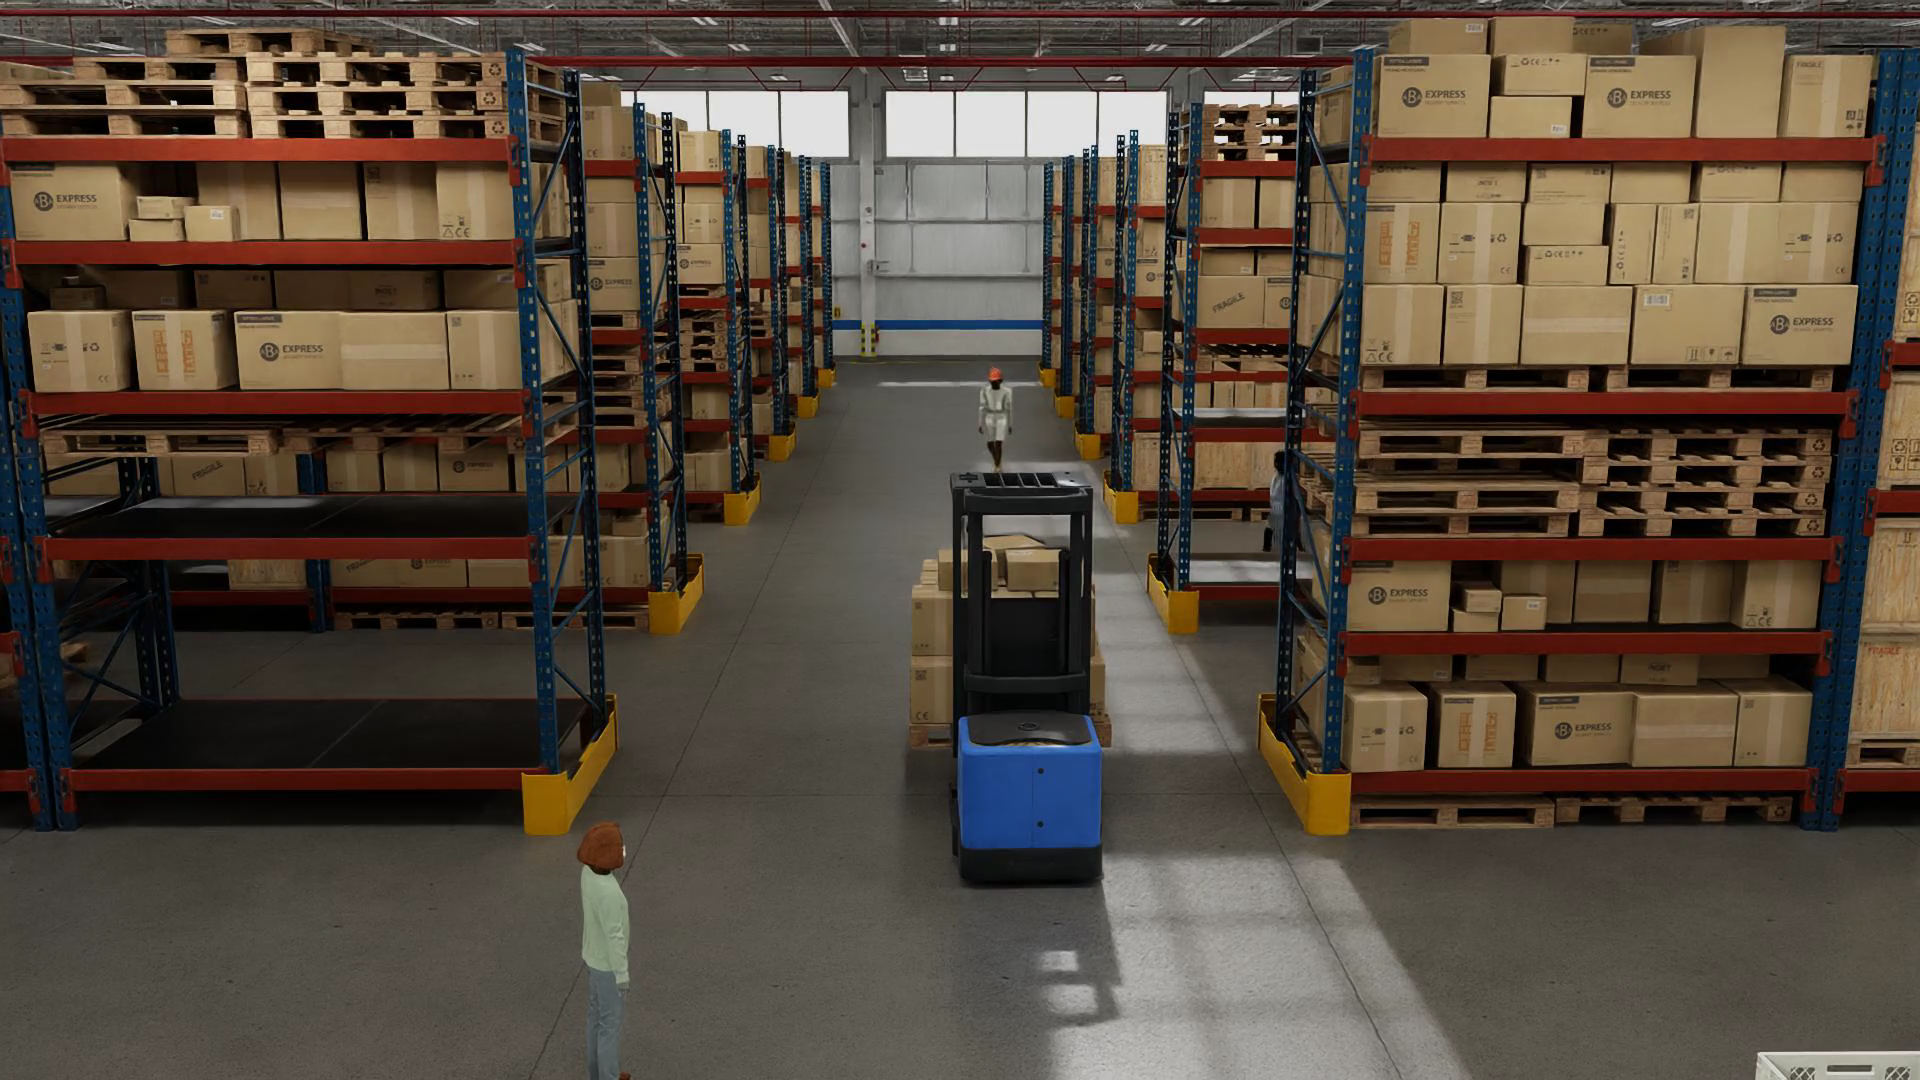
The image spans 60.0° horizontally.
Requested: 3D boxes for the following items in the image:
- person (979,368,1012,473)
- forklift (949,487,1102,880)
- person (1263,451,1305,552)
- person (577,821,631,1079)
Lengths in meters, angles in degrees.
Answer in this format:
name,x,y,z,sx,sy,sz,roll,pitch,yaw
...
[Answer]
name,x,y,z,sx,sy,sz,roll,pitch,yaw
person,0.672,-2.178,30.669,0.609,2.020,0.778,3,12,12
forklift,0.495,0.986,12.813,1.129,2.768,1.873,0,11,-2
person,4.422,-0.399,22.726,0.852,1.655,0.536,-4,12,-18
person,-1.944,2.339,9.209,0.284,1.633,0.500,-6,13,-28
